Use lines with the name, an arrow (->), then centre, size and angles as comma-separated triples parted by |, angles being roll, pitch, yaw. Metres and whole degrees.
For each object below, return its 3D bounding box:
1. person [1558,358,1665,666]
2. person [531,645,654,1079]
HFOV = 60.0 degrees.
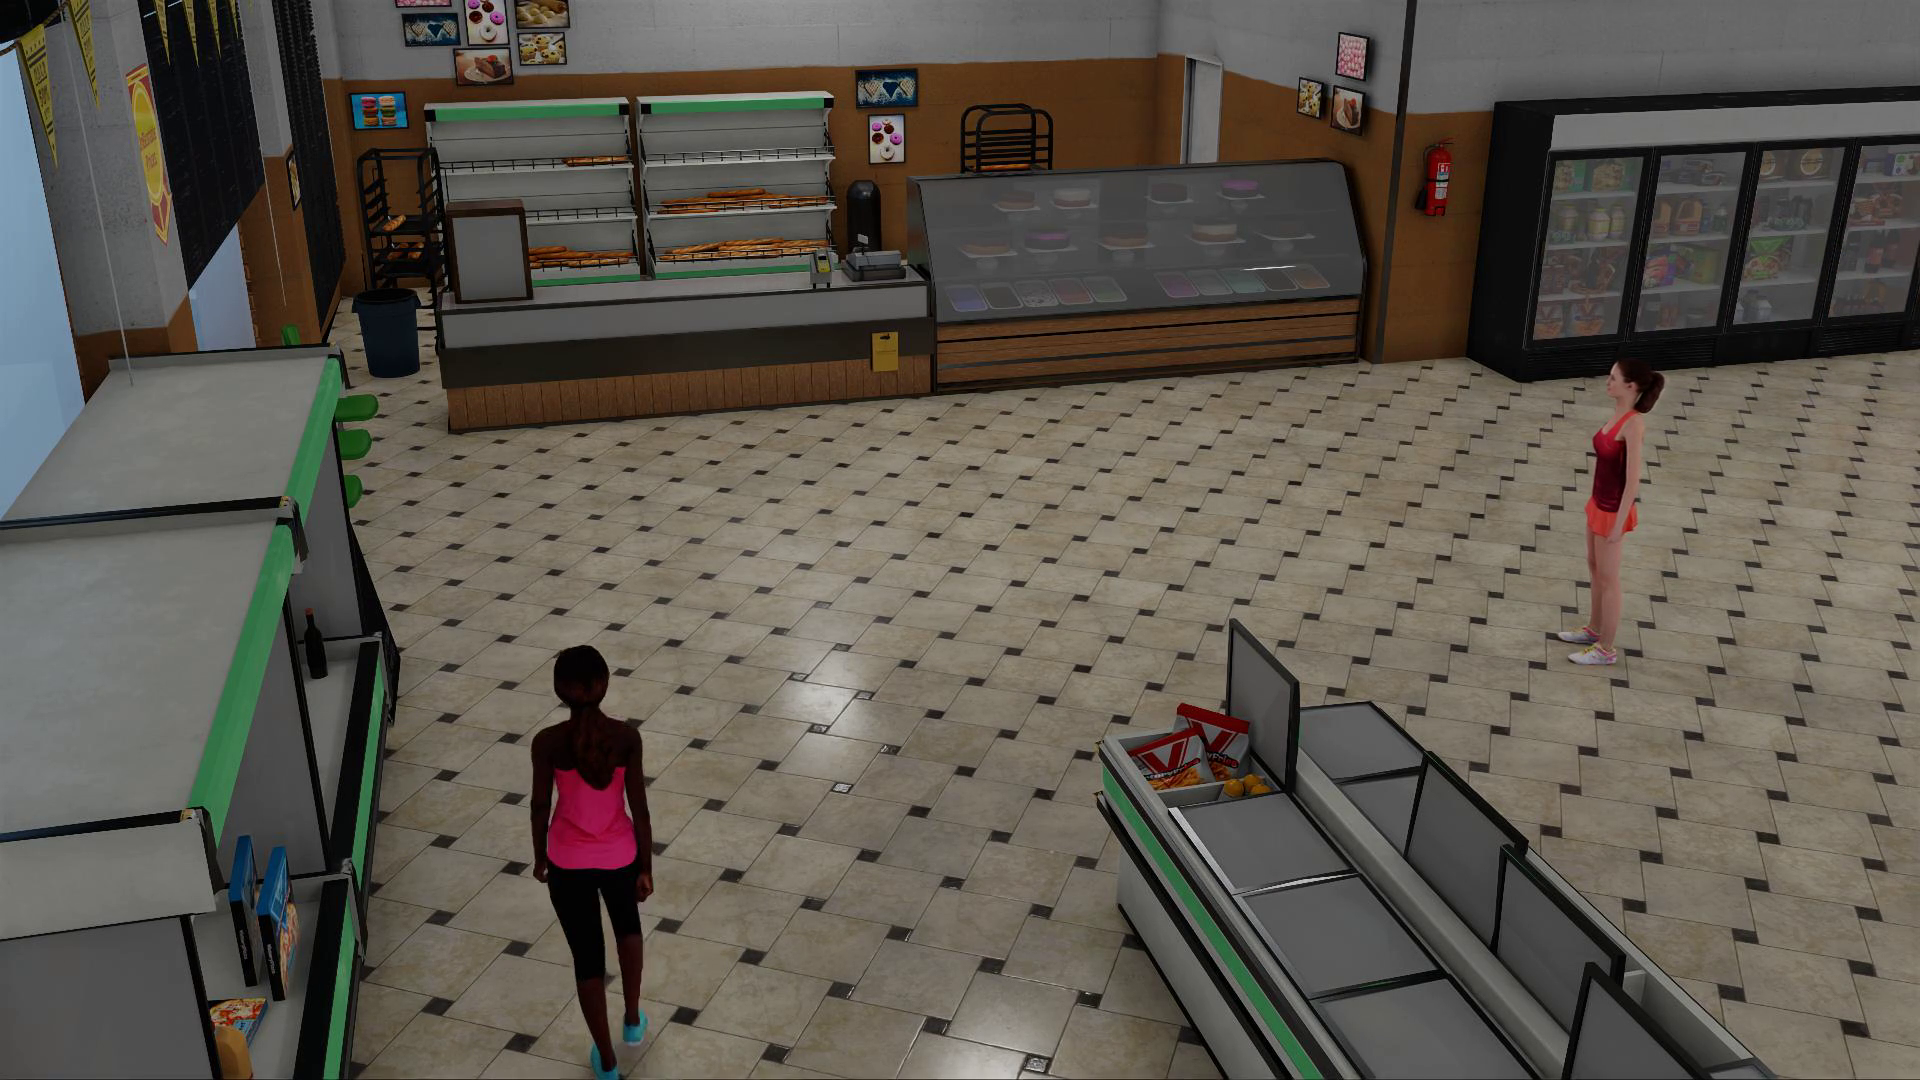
person -> 3.610, -0.164, 9.225 | 0.696, 1.752, 0.581 | 3, 22, 7
person -> -1.279, 1.208, 5.872 | 0.580, 1.707, 0.634 | -8, 23, -18
